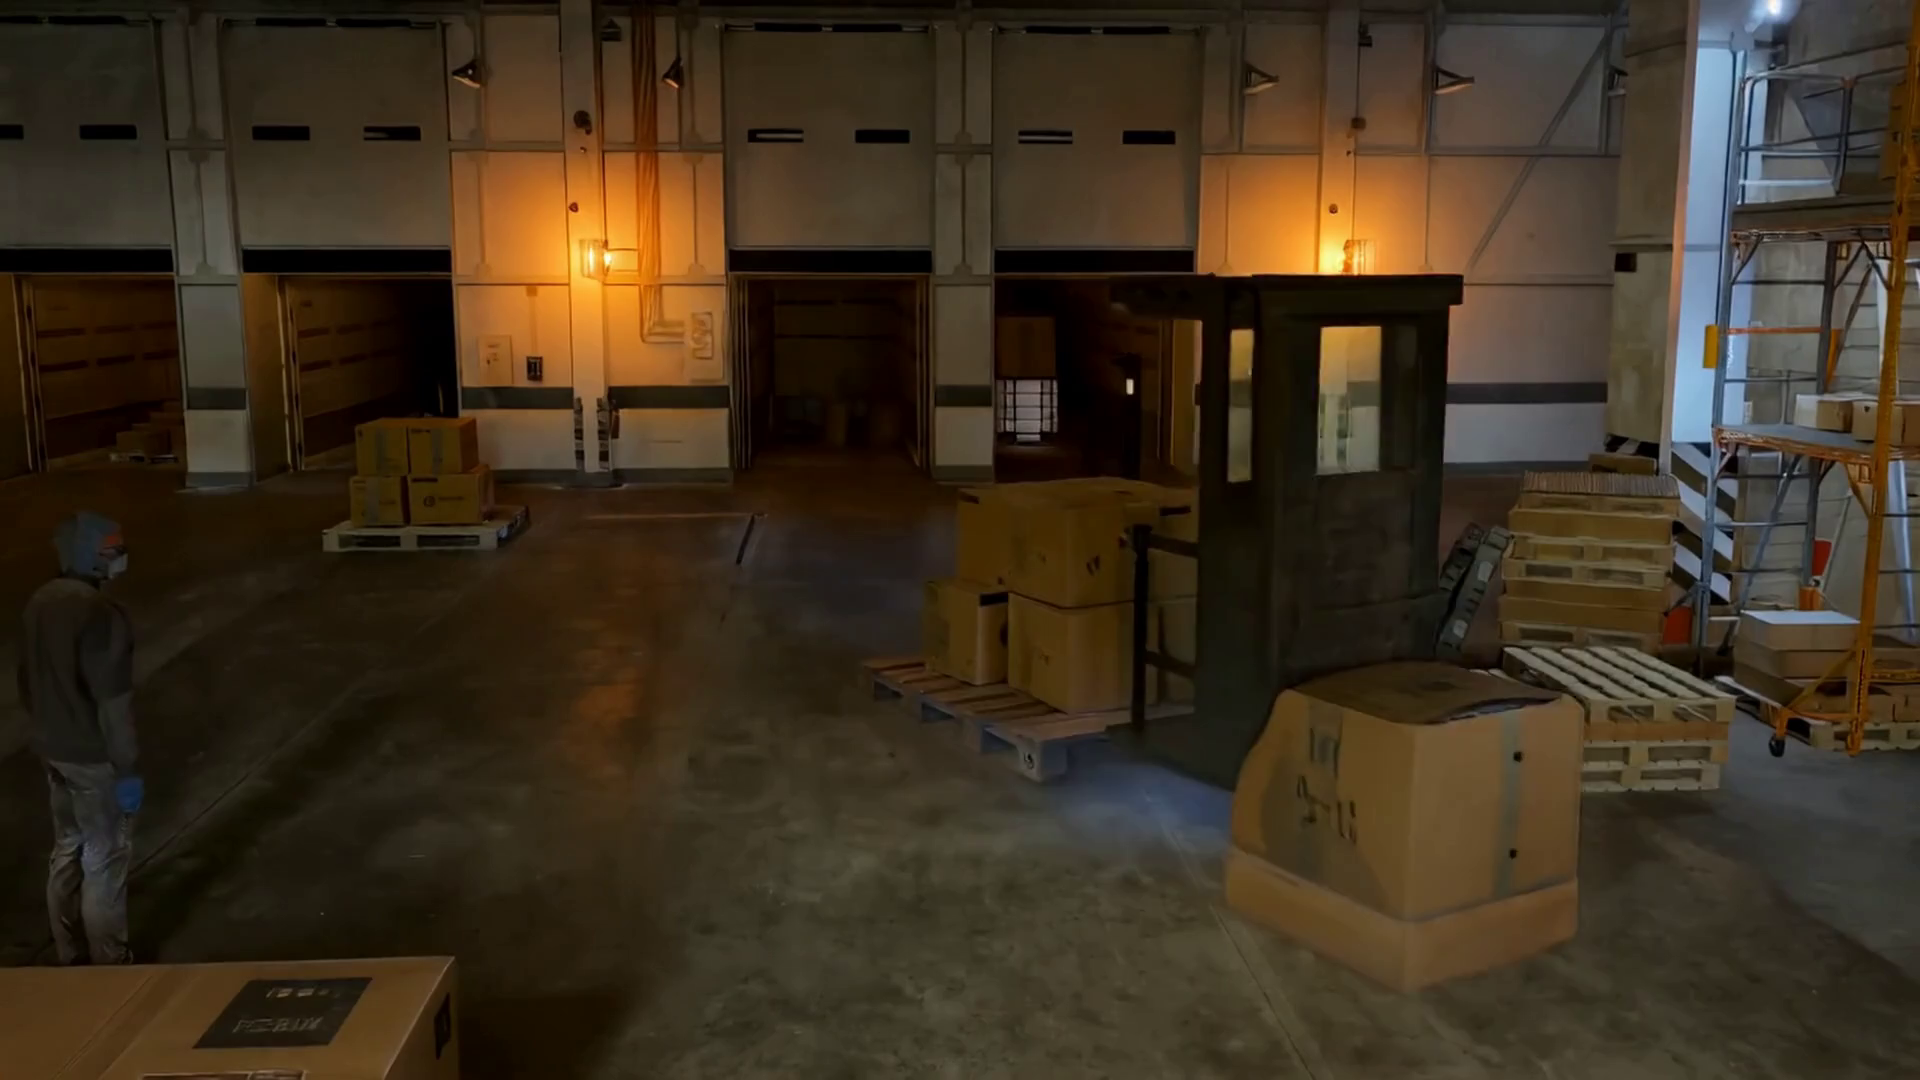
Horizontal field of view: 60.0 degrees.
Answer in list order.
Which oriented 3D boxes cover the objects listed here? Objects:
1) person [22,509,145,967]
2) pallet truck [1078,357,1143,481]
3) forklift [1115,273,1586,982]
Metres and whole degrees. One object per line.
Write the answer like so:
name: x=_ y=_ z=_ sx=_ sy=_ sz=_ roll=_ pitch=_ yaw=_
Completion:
person: x=-3.338 y=0.844 z=6.403 sx=0.630 sy=1.936 sz=0.369 roll=7 pitch=11 yaw=37
pallet truck: x=2.088 y=-0.836 z=16.757 sx=1.885 sy=1.965 sz=0.823 roll=2 pitch=9 yaw=13
forklift: x=1.699 y=0.234 z=7.278 sx=1.129 sy=2.768 sz=1.873 roll=-5 pitch=10 yaw=-30
